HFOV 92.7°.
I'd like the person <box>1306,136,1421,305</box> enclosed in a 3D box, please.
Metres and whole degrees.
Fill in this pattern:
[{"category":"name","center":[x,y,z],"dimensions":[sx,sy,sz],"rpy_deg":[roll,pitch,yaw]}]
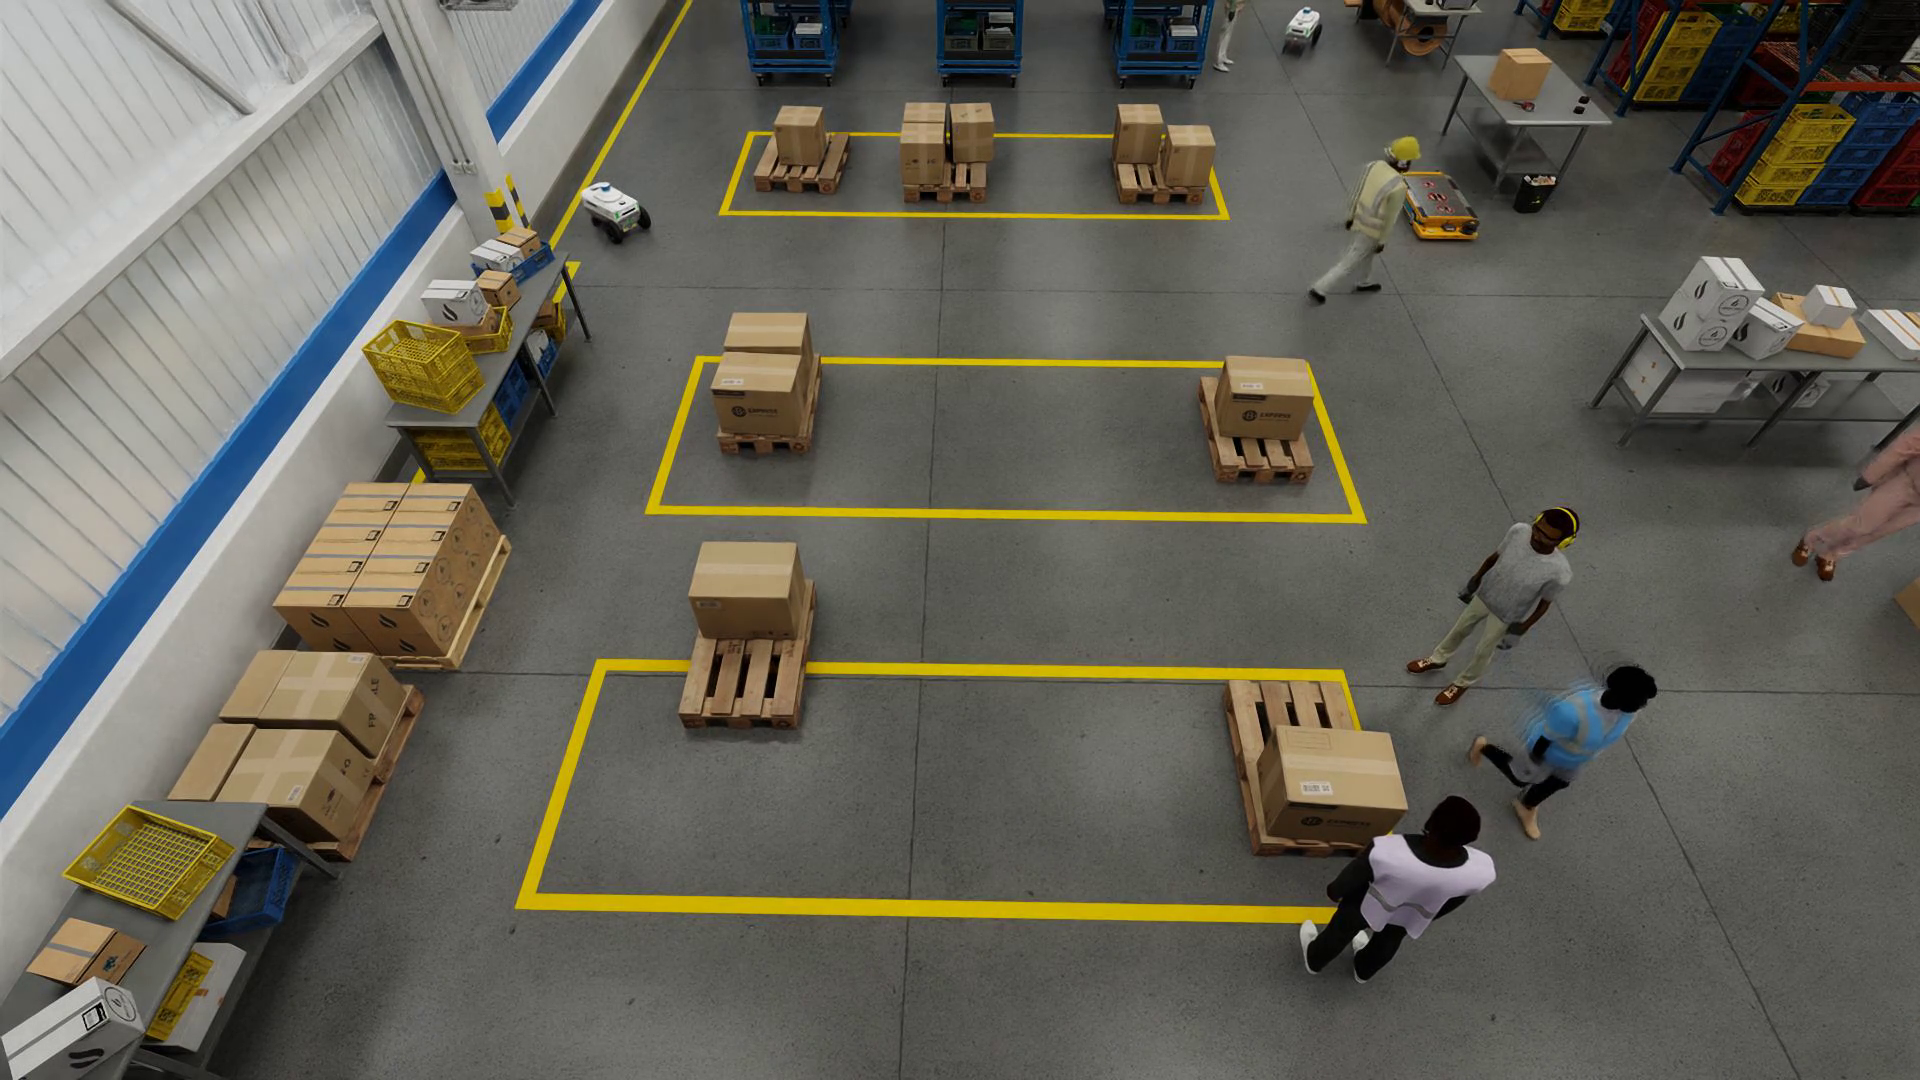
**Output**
[{"category":"person","center":[4.130,-3.208,9.299],"dimensions":[0.923,1.793,0.592],"rpy_deg":[-7,49,-6]}]

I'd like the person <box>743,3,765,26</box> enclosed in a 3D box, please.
[{"category":"person","center":[-3.277,-9.165,14.360],"dimensions":[0.692,1.932,0.724],"rpy_deg":[-13,50,-11]}]

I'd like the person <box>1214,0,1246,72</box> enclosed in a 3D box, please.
[{"category":"person","center":[3.987,-7.739,13.312],"dimensions":[0.315,1.641,0.515],"rpy_deg":[19,52,16]}]

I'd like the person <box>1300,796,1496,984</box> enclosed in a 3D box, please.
[{"category":"person","center":[2.255,1.894,4.801],"dimensions":[0.592,1.910,0.384],"rpy_deg":[8,50,7]}]

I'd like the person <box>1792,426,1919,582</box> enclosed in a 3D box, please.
[{"category":"person","center":[7.103,-0.348,6.771],"dimensions":[0.695,1.871,0.447],"rpy_deg":[16,51,13]}]

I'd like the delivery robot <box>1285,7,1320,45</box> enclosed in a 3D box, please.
[{"category":"delivery robot","center":[5.295,-7.950,14.150],"dimensions":[0.477,0.478,0.707],"rpy_deg":[22,53,18]}]

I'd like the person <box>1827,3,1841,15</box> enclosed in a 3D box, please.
[{"category":"person","center":[12.666,-7.737,13.154],"dimensions":[0.355,1.883,0.572],"rpy_deg":[26,54,21]}]

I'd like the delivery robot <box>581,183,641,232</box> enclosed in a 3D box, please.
[{"category":"delivery robot","center":[-4.064,-3.903,10.647],"dimensions":[0.707,0.478,0.477],"rpy_deg":[31,56,24]}]

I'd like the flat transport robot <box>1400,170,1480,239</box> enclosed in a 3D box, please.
[{"category":"flat transport robot","center":[5.692,-4.094,11.059],"dimensions":[0.652,0.197,1.431],"rpy_deg":[1,49,1]}]

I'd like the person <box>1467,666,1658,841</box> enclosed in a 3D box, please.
[{"category":"person","center":[3.612,1.185,5.562],"dimensions":[0.543,1.678,0.616],"rpy_deg":[-7,49,-6]}]

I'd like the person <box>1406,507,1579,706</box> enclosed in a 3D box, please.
[{"category":"person","center":[3.547,0.447,6.075],"dimensions":[0.327,1.876,0.516],"rpy_deg":[-17,51,-14]}]
